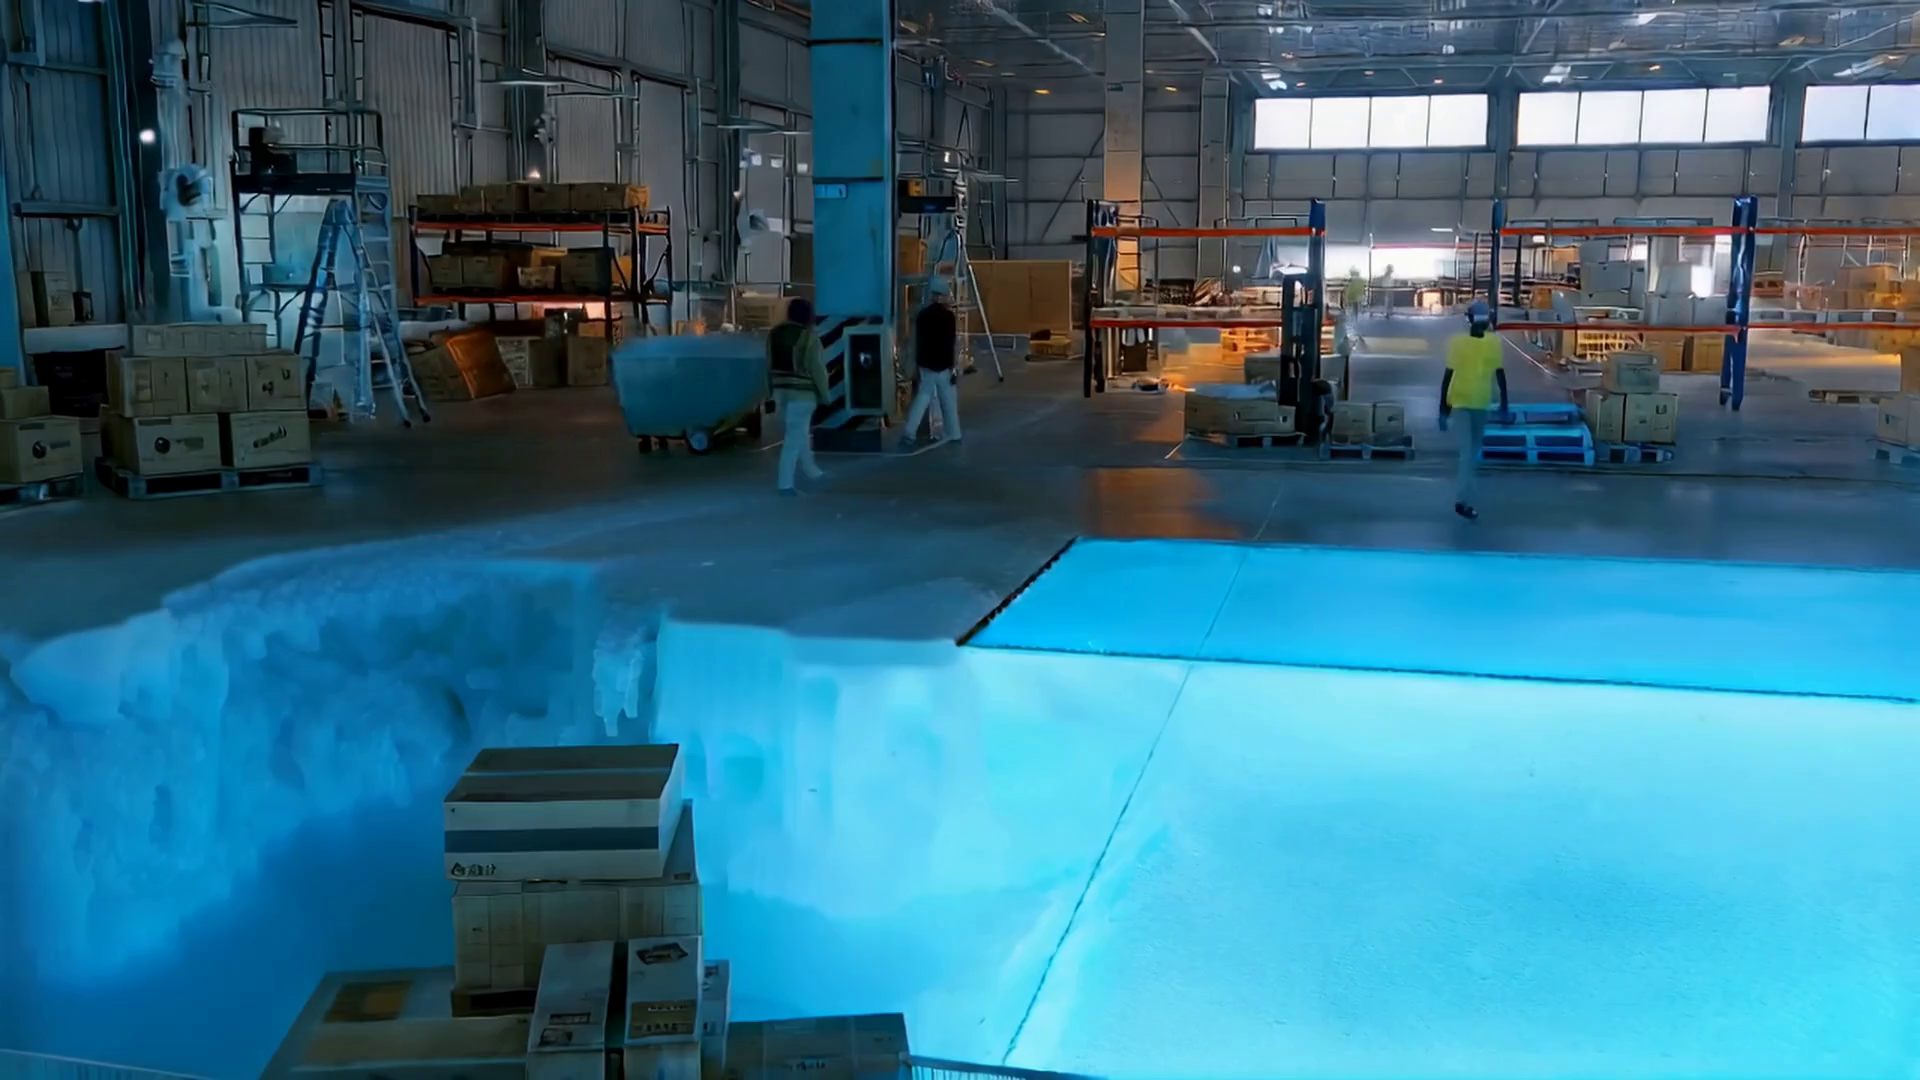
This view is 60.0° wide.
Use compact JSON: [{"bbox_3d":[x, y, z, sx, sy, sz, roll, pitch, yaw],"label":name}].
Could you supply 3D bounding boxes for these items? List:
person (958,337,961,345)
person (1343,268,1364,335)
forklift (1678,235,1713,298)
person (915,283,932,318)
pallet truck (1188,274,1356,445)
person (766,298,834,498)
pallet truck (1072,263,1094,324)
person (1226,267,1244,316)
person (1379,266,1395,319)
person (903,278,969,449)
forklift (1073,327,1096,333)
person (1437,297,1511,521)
[{"bbox_3d":[0.038,-5.739,41.278,0.400,1.830,0.552,-6,11,-33],"label":"person"},{"bbox_3d":[10.879,-6.594,46.138,0.651,1.888,0.867,9,13,42],"label":"person"},{"bbox_3d":[21.434,-7.519,48.676,1.129,2.768,1.873,5,11,29],"label":"forklift"},{"bbox_3d":[-0.656,-4.840,36.016,0.590,1.828,1.004,-3,10,-17],"label":"person"},{"bbox_3d":[3.653,-2.138,19.590,1.885,1.965,0.823,-4,10,-20],"label":"pallet truck"},{"bbox_3d":[-1.389,-1.304,15.244,0.649,1.800,0.910,8,13,41],"label":"person"},{"bbox_3d":[4.325,-8.180,55.162,0.823,1.965,1.885,6,11,31],"label":"pallet truck"},{"bbox_3d":[8.798,-7.781,53.158,0.651,1.878,1.032,-3,10,-15],"label":"person"},{"bbox_3d":[15.310,-8.884,59.657,0.561,1.878,1.021,1,10,7],"label":"person"},{"bbox_3d":[-0.299,-2.003,18.953,0.630,1.951,1.017,7,12,37],"label":"person"},{"bbox_3d":[4.260,-7.282,47.279,1.873,2.768,1.129,2,10,14],"label":"forklift"},{"bbox_3d":[4.281,-1.063,13.715,0.554,1.838,0.859,-1,10,-4],"label":"person"}]
